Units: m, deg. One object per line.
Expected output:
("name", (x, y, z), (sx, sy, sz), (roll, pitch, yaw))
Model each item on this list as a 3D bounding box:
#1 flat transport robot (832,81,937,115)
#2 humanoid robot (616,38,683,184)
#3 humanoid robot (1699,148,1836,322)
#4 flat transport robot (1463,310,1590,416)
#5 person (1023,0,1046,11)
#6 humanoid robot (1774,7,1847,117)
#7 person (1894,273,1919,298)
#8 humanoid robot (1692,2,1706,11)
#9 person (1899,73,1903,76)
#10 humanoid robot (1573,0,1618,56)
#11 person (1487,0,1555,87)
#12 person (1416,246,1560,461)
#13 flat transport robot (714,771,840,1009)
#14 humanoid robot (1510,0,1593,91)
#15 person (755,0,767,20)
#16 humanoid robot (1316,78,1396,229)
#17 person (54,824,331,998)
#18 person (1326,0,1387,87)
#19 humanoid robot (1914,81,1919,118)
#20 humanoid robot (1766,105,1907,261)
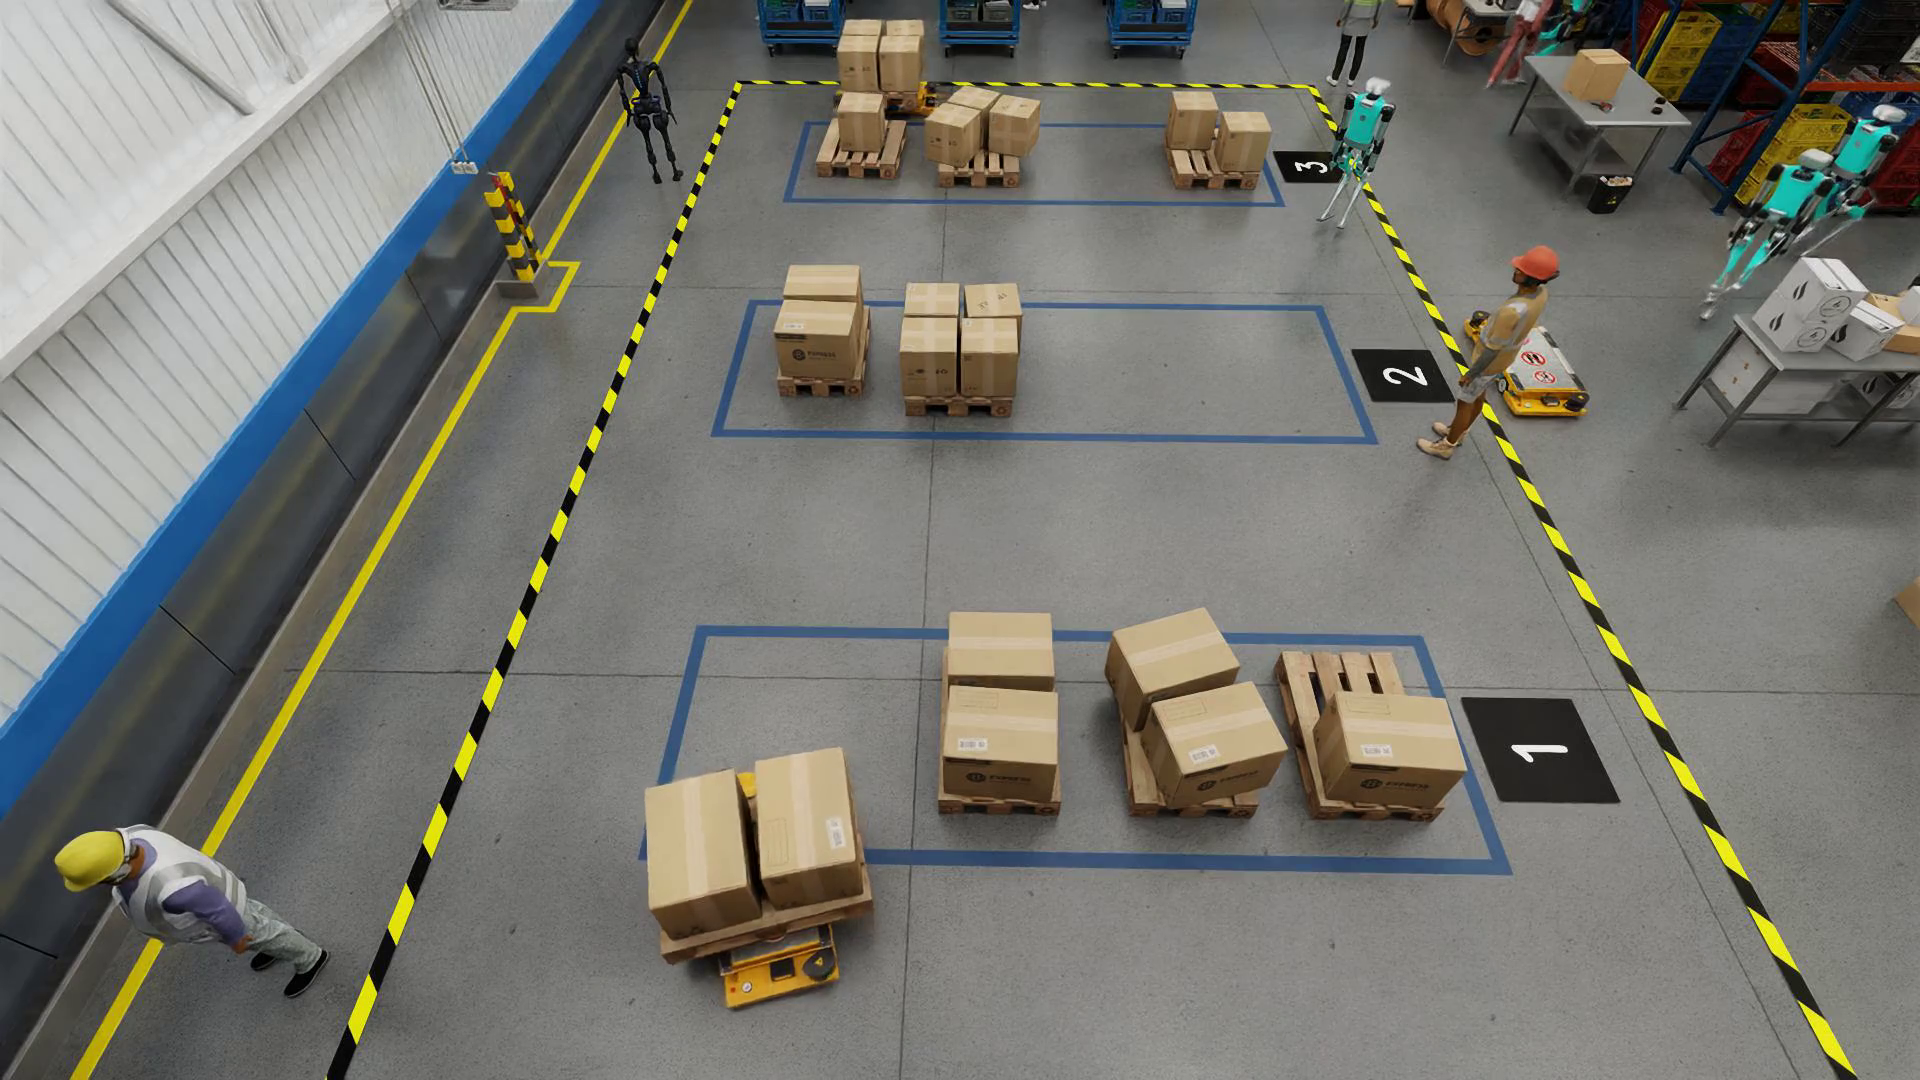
("flat transport robot", (-1.052, -6.243, 12.918), (1.431, 0.197, 0.652), (1, 49, 1))
("humanoid robot", (-3.763, -5.168, 11.066), (0.599, 1.655, 0.315), (-8, 50, -7))
("humanoid robot", (7.886, -2.939, 9.108), (0.995, 1.749, 0.557), (-35, 57, -26))
("flat transport robot", (5.573, -1.757, 9.054), (0.659, 0.231, 1.431), (1, 49, 1))
("person", (1.270, -9.611, 14.798), (0.329, 1.865, 0.508), (34, 57, 26))
("humanoid robot", (11.008, -5.983, 11.785), (0.381, 1.649, 0.608), (-5, 49, -5))
("person", (10.357, -3.158, 9.231), (0.340, 1.838, 0.505), (-26, 54, -21))
("humanoid robot", (10.737, -7.908, 13.447), (0.333, 1.649, 0.602), (9, 50, 8))
("person", (14.108, -7.728, 13.206), (0.603, 1.806, 0.828), (11, 50, 10))
("humanoid robot", (9.175, -7.600, 13.177), (0.359, 1.644, 0.612), (3, 49, 3))
("person", (7.976, -7.278, 12.771), (0.681, 1.866, 0.593), (-14, 50, -11))
("person", (4.427, -1.530, 7.683), (0.608, 2.048, 0.363), (-35, 58, -26))
("flat transport robot", (-1.202, 2.069, 5.724), (0.652, 0.197, 1.431), (-11, 50, -10))
("humanoid robot", (8.239, -7.080, 12.685), (1.030, 1.722, 0.568), (17, 51, 14))
("person", (-3.071, -9.009, 14.373), (0.507, 1.714, 0.710), (-15, 51, -13))
("humanoid robot", (4.487, -4.353, 10.239), (0.533, 1.680, 0.735), (34, 57, 26))
("person", (-3.971, 1.949, 4.818), (0.588, 1.822, 0.403), (25, 54, 20))
("person", (5.608, -7.365, 12.862), (0.593, 1.849, 0.393), (3, 49, 3))
("humanoid robot", (12.487, -5.702, 11.534), (1.038, 1.772, 0.540), (3, 49, 3))
("humanoid robot", (9.507, -3.752, 9.817), (0.884, 1.778, 0.543), (-9, 50, -7))
